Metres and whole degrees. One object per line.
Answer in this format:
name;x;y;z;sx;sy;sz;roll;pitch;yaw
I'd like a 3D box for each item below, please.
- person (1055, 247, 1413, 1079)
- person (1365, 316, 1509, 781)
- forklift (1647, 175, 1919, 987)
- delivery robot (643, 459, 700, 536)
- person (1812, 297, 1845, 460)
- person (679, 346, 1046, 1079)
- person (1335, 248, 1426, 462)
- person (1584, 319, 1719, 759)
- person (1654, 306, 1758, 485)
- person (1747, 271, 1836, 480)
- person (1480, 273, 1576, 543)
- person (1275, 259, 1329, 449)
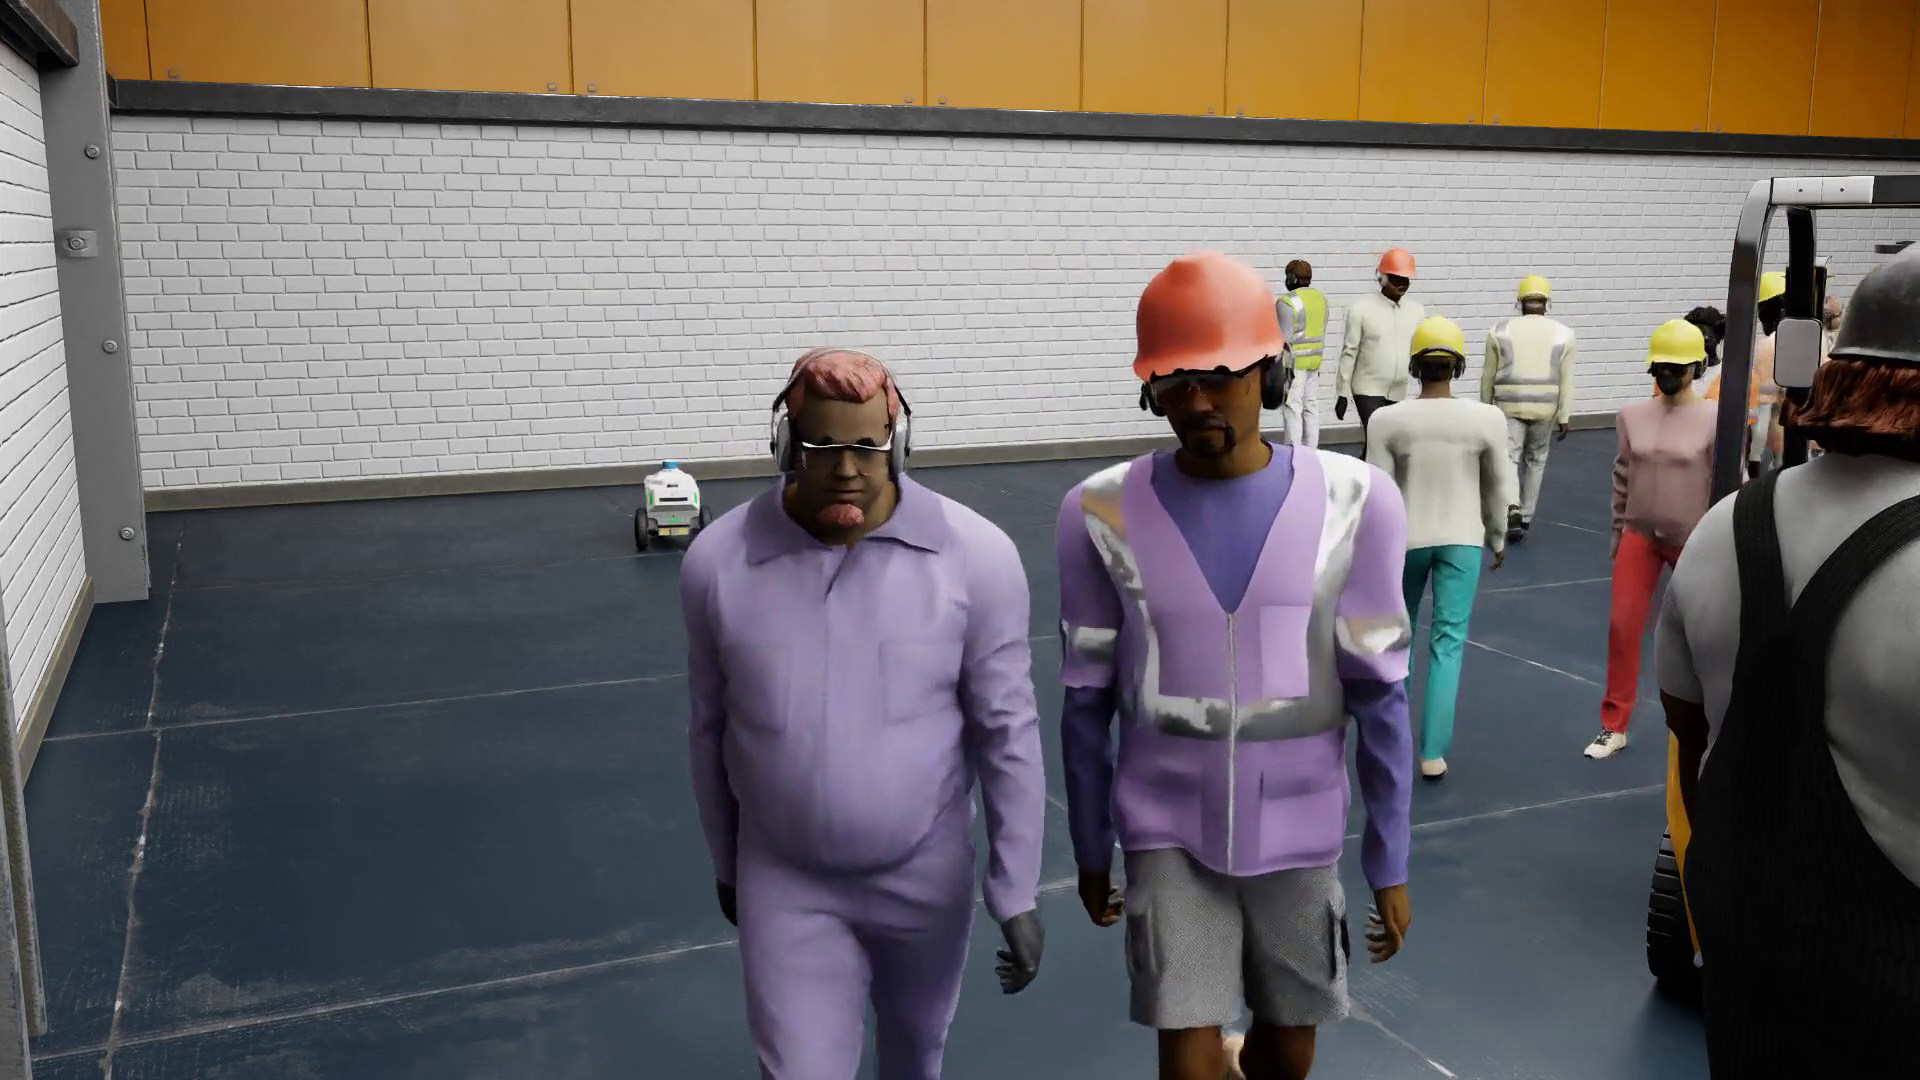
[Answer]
person;0.484;0.485;3.019;0.624;2.013;0.832;1;10;8
person;1.839;0.006;6.452;0.539;1.721;0.912;3;11;17
forklift;2.810;0.094;4.662;1.214;2.155;2.313;7;12;34
delivery robot;-1.922;-0.293;11.053;0.477;0.478;0.707;-2;11;-12
person;5.976;-0.904;11.735;0.505;1.619;0.521;2;11;12
person;-0.179;0.559;3.077;0.650;1.859;0.989;0;10;0
person;2.963;-0.997;11.362;0.614;1.940;1.002;-4;11;-23
person;2.854;-0.023;6.616;0.870;1.725;0.525;-10;14;-43
person;3.967;-0.417;8.896;0.543;1.677;0.545;8;13;37
person;4.604;-0.559;9.248;0.665;1.837;1.033;-8;13;-36
person;3.805;-0.888;11.184;0.594;1.798;0.792;2;11;12
person;2.904;-1.493;14.380;0.624;1.844;0.430;-9;14;-41
